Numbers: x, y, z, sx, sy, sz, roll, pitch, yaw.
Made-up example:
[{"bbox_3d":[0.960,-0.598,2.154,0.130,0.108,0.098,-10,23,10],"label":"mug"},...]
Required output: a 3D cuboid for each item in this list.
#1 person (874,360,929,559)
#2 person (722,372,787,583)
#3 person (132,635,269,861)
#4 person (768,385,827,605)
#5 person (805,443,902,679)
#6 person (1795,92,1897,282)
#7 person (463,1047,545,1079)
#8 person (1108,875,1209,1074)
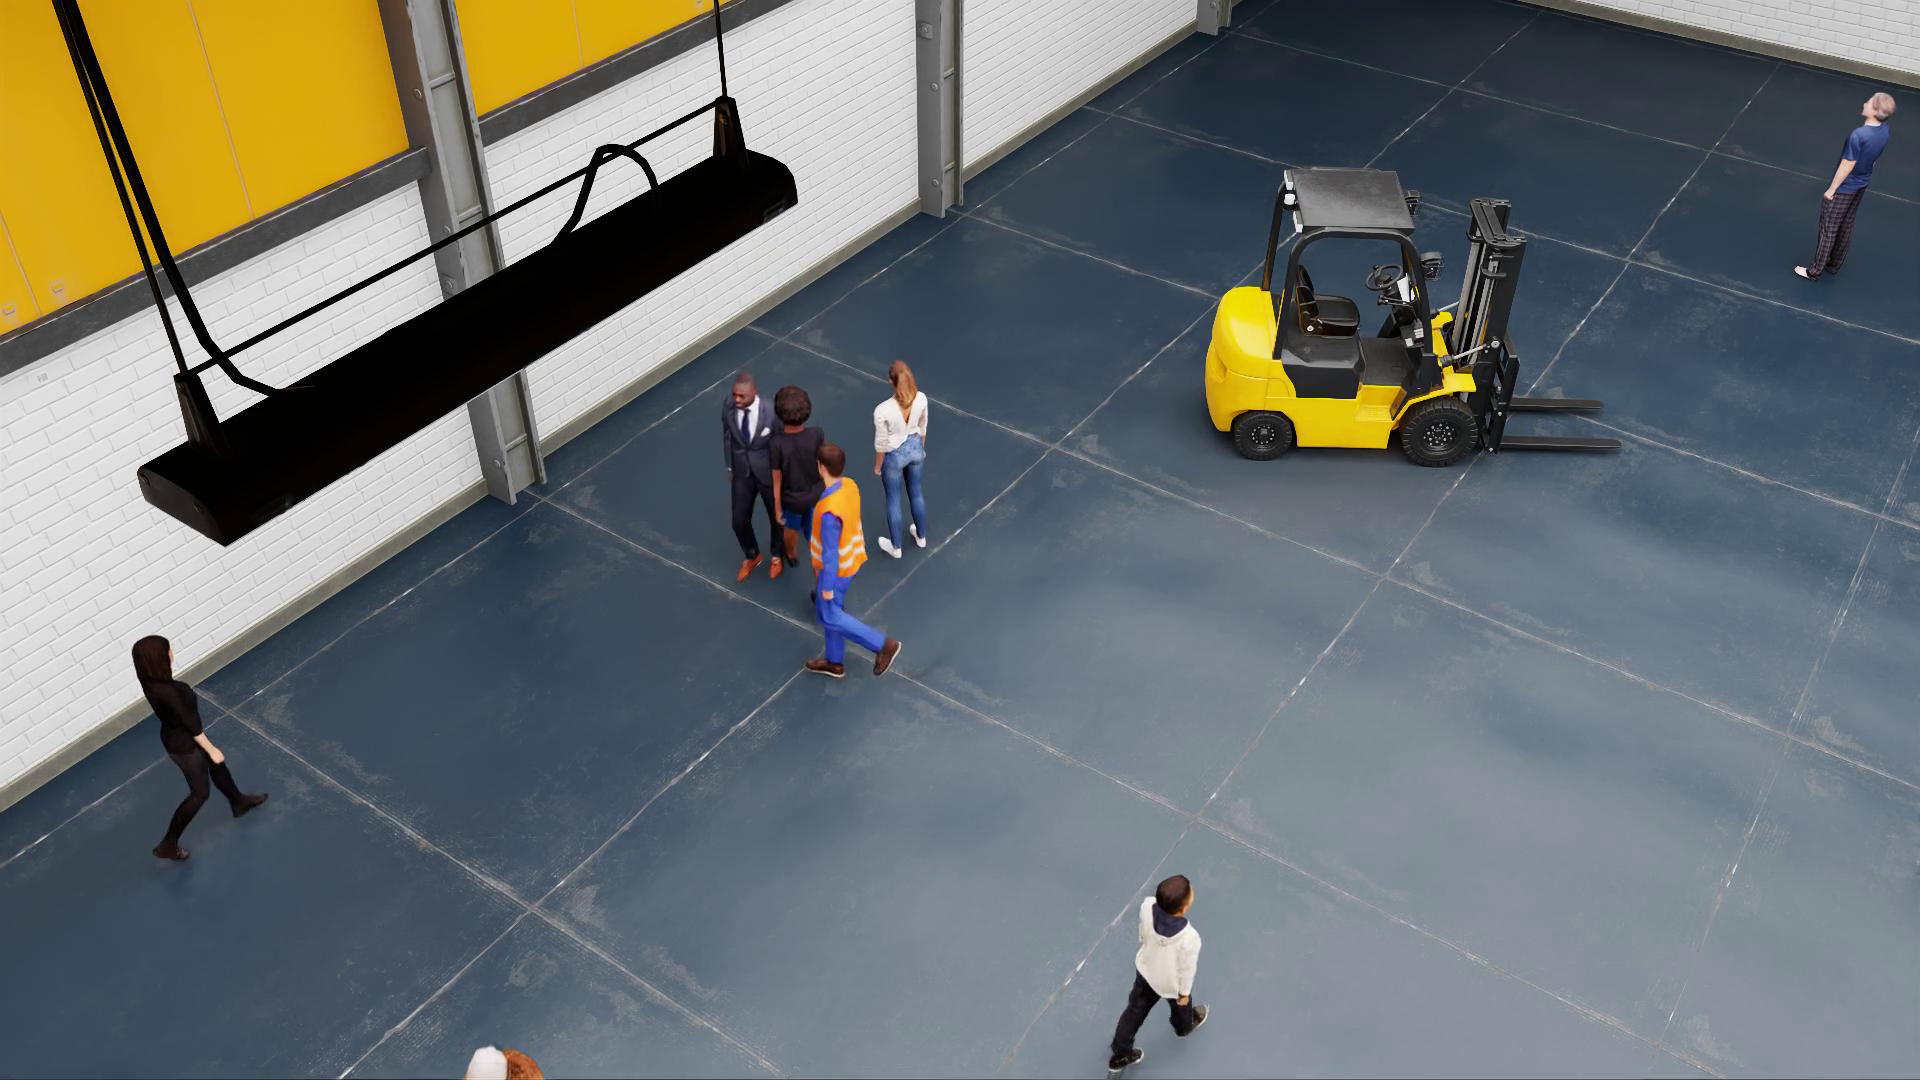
[{"bbox_3d":[-0.433,-0.620,12.511,0.609,1.719,0.742,-22,43,-25],"label":"person"},{"bbox_3d":[-1.464,-0.536,12.331,0.807,1.811,0.795,8,39,10],"label":"person"},{"bbox_3d":[-4.794,1.291,10.195,1.054,1.621,0.744,-29,47,-31],"label":"person"},{"bbox_3d":[-1.097,-0.253,12.028,1.122,1.747,1.108,-11,40,-14],"label":"person"},{"bbox_3d":[-0.750,0.194,11.409,1.049,1.821,1.038,1,39,1],"label":"person"},{"bbox_3d":[8.461,-3.366,15.826,0.660,1.871,0.799,-17,42,-21],"label":"person"},{"bbox_3d":[-2.157,2.986,8.063,0.717,1.634,0.721,9,39,11],"label":"person"},{"bbox_3d":[1.046,2.374,8.998,0.997,1.424,0.728,-29,47,-31],"label":"person"}]
